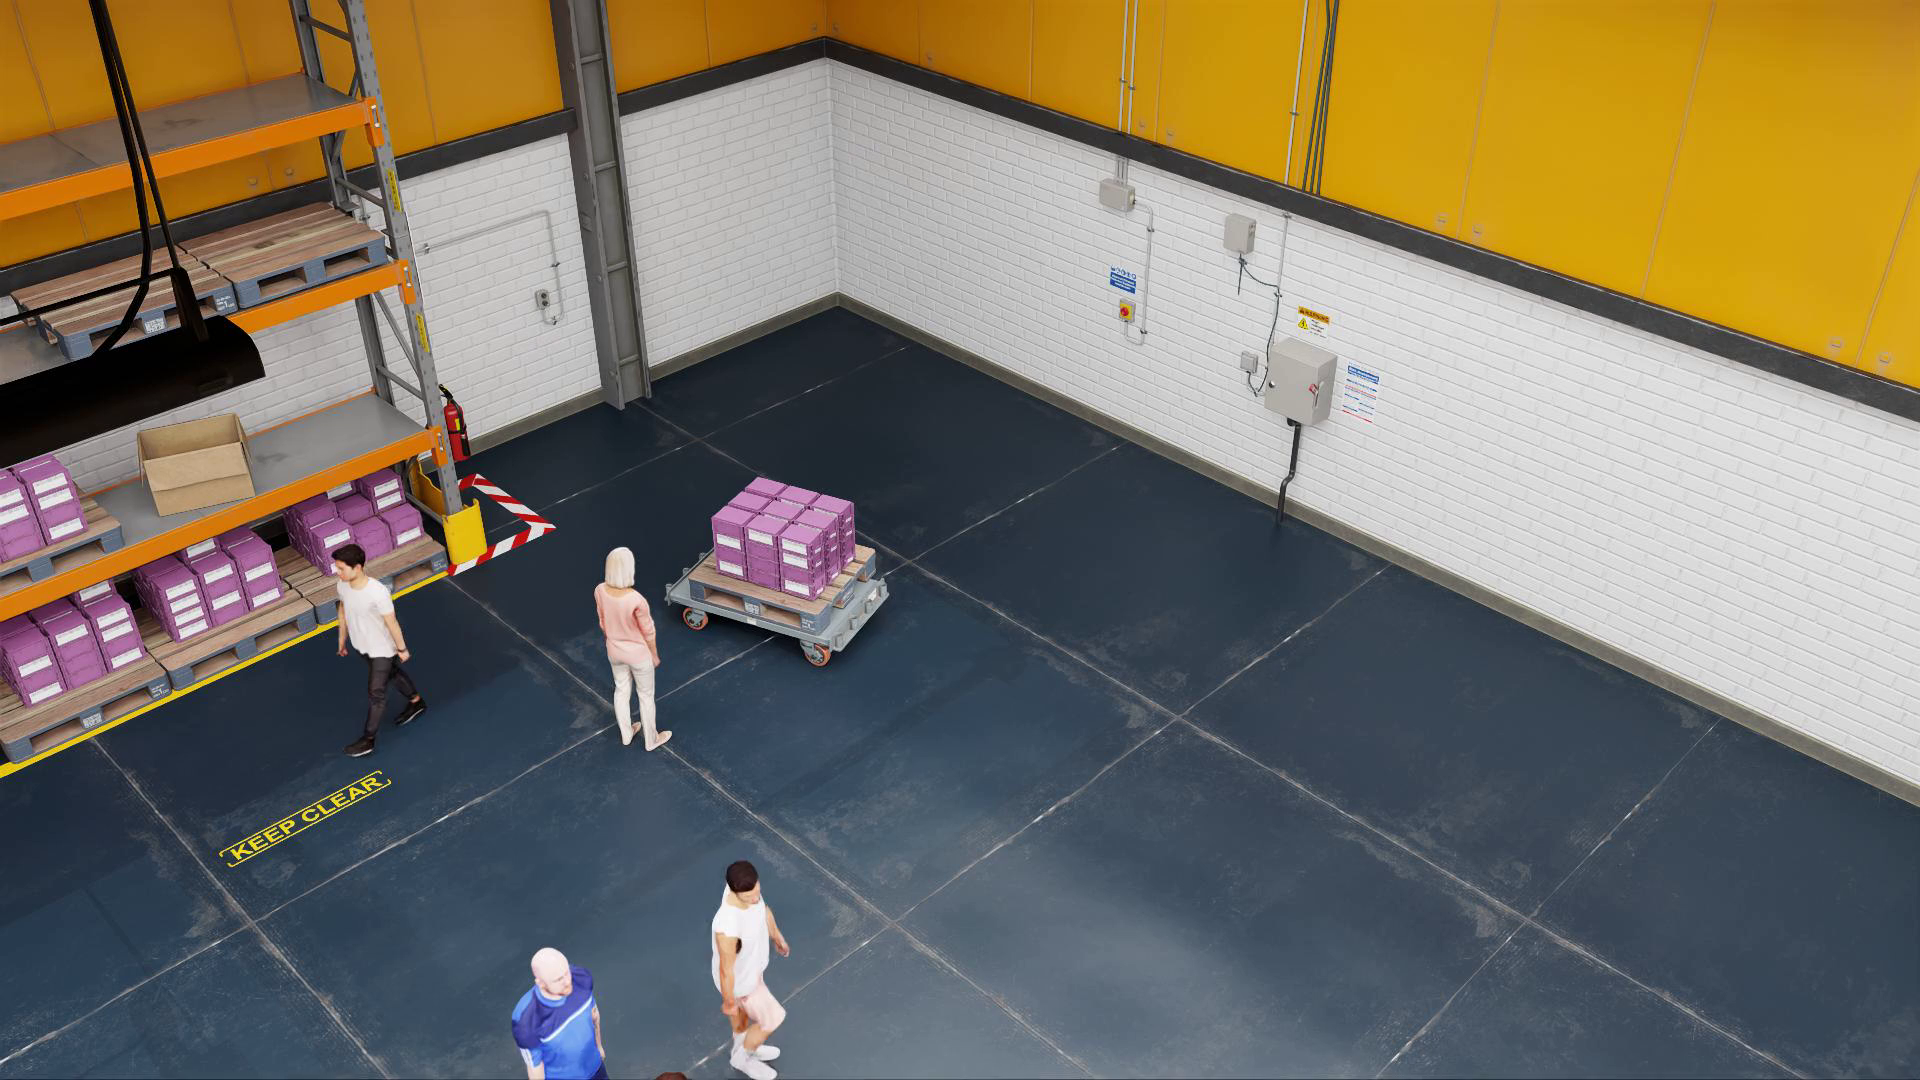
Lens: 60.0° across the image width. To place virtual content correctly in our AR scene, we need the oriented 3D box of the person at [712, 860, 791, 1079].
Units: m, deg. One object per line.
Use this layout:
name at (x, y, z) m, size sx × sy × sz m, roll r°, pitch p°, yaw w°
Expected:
person at (-1.332, 2.452, 9.543) m, size 0.866 × 1.761 × 0.800 m, roll 0°, pitch 34°, yaw 0°

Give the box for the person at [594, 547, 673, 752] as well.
person at (-2.399, 0.789, 12.079) m, size 0.674 × 1.725 × 0.653 m, roll 13°, pitch 36°, yaw 19°

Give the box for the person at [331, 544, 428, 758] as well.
person at (-4.226, 0.716, 12.223) m, size 0.752 × 1.686 × 1.068 m, roll 21°, pitch 39°, yaw 29°

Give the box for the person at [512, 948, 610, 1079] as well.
person at (-2.106, 2.835, 8.897) m, size 0.777 × 1.839 × 0.581 m, roll 19°, pitch 38°, yaw 26°
